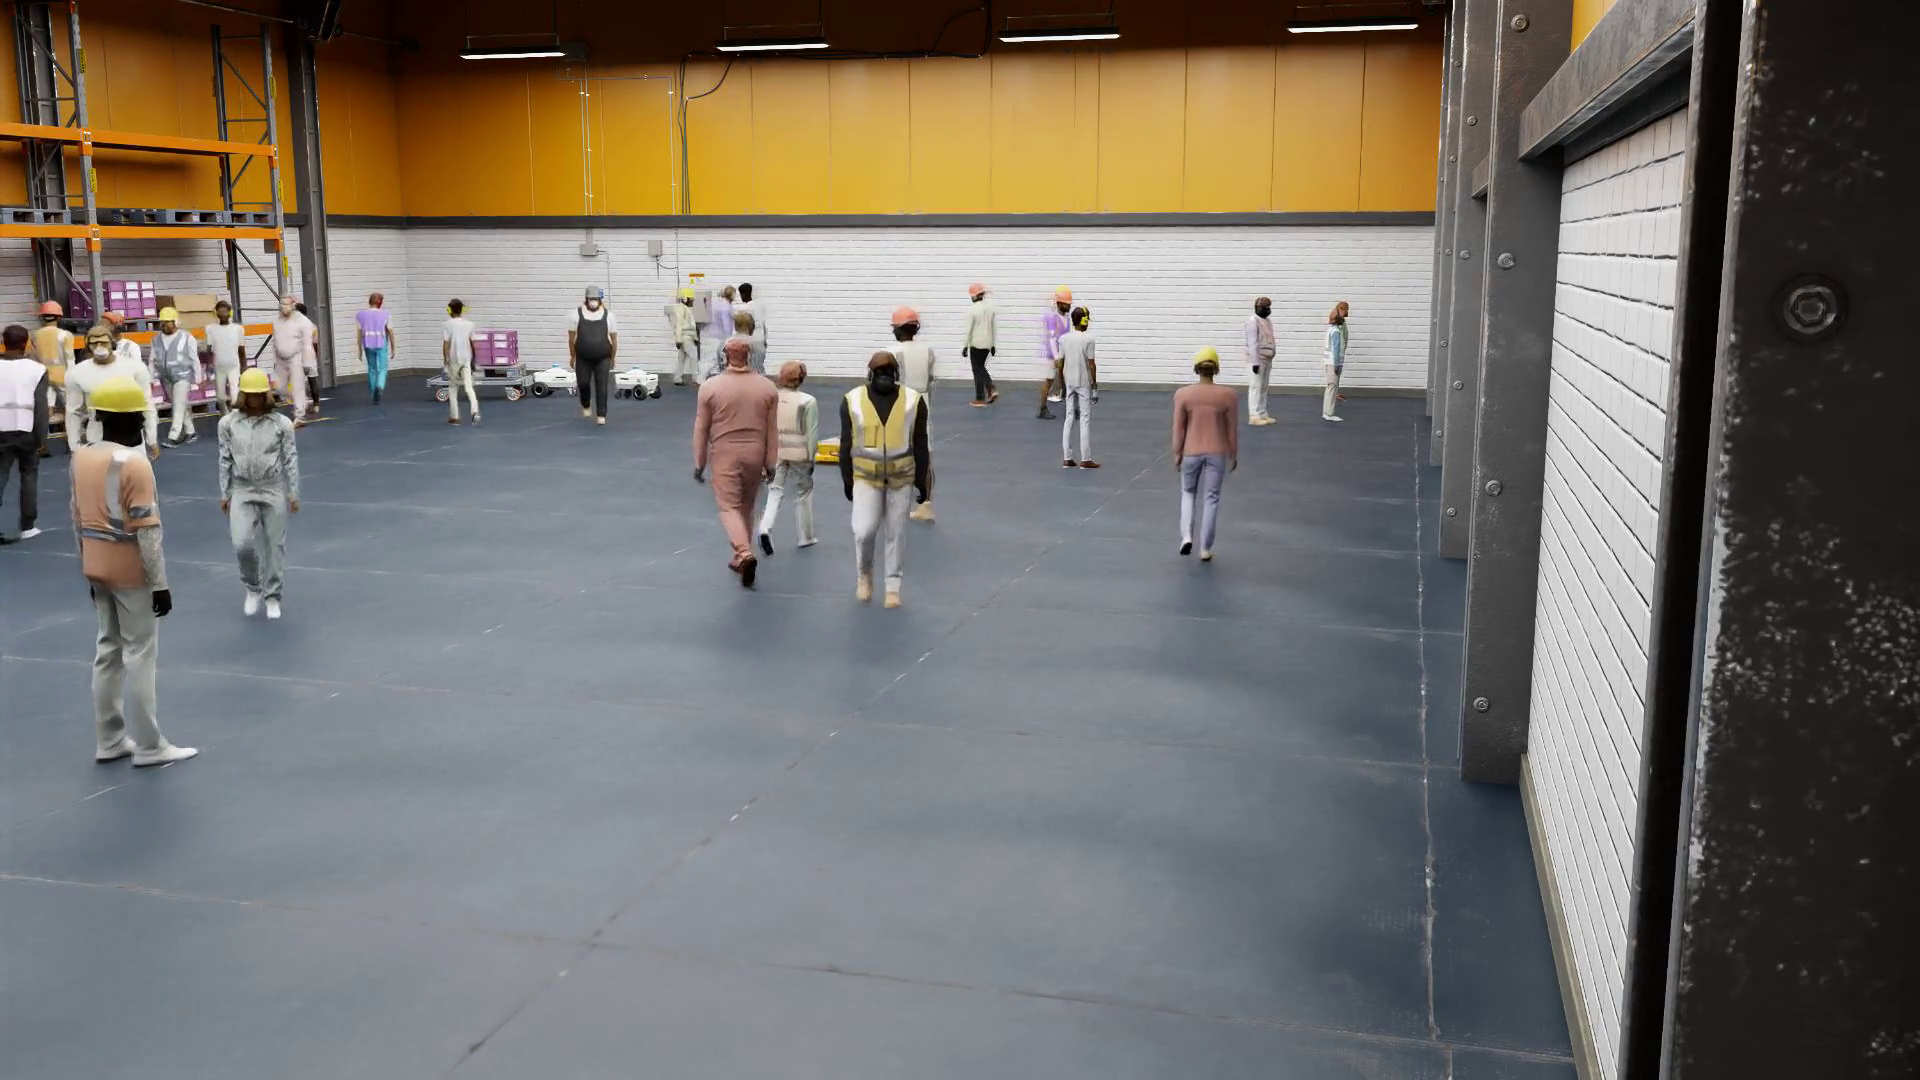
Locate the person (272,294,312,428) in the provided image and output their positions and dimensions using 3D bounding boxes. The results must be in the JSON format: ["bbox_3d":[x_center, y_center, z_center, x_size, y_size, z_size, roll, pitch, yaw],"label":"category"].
[{"bbox_3d":[-9.398,-2.512,23.381,0.678,1.890,0.444,4,11,20],"label":"person"}]

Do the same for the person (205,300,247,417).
[{"bbox_3d":[-9.847,-2.300,22.330,0.518,1.851,0.786,-4,11,-19],"label":"person"}]

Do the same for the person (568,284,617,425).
[{"bbox_3d":[-5.269,-2.681,23.933,0.701,2.000,0.632,-2,10,-13],"label":"person"}]

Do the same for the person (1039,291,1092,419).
[{"bbox_3d":[1.537,-2.695,24.428,0.933,1.896,0.570,8,13,40],"label":"person"}]

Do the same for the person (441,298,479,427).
[{"bbox_3d":[-7.079,-2.521,23.618,0.539,1.838,0.924,-7,12,-36],"label":"person"}]

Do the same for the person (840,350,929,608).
[{"bbox_3d":[-0.530,-0.420,11.727,0.624,1.829,0.440,-1,10,-5],"label":"person"}]

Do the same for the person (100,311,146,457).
[{"bbox_3d":[-8.749,-1.441,17.350,0.584,1.882,0.337,5,11,24],"label":"person"}]

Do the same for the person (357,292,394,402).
[{"bbox_3d":[-9.511,-3.113,27.045,0.583,1.819,0.714,-1,10,-5],"label":"person"}]

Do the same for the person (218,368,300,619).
[{"bbox_3d":[-4.779,-0.310,11.369,0.518,1.725,0.392,-3,11,-19],"label":"person"}]

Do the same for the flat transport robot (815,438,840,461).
[{"bbox_3d":[-1.272,-1.119,20.096,0.652,0.197,1.431,3,11,18],"label":"flat transport robot"}]

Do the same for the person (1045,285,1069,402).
[{"bbox_3d":[1.640,-3.244,27.470,0.380,1.917,0.586,7,12,34],"label":"person"}]

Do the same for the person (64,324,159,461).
[{"bbox_3d":[-6.910,-0.786,13.531,0.664,1.920,0.566,-3,10,-15],"label":"person"}]

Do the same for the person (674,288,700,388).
[{"bbox_3d":[-4.838,-3.638,30.003,0.799,1.797,0.613,0,10,1],"label":"person"}]

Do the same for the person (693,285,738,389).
[{"bbox_3d":[-4.179,-3.514,29.133,1.053,1.884,0.658,0,10,0],"label":"person"}]

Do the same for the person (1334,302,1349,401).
[{"bbox_3d":[6.332,-3.138,27.668,0.286,1.636,0.500,2,10,10],"label":"person"}]

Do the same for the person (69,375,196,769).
[{"bbox_3d":[-4.088,0.157,8.184,0.593,1.925,0.381,6,12,31],"label":"person"}]

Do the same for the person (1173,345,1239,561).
[{"bbox_3d":[2.002,-0.701,13.557,0.529,1.754,0.394,2,10,12],"label":"person"}]

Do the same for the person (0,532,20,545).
[{"bbox_3d":[-8.391,-0.857,13.944,0.554,1.917,0.700,10,14,43],"label":"person"}]

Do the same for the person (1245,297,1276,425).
[{"bbox_3d":[4.311,-2.565,23.871,0.429,1.836,0.634,6,12,31],"label":"person"}]

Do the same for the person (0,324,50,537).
[{"bbox_3d":[-8.205,-0.911,14.384,0.614,1.887,0.758,-3,10,-15],"label":"person"}]

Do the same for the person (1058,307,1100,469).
[{"bbox_3d":[1.371,-1.749,19.157,0.519,1.865,0.326,7,12,35],"label":"person"}]

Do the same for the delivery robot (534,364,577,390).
[{"bbox_3d":[-6.853,-2.744,28.229,0.707,0.478,0.477,0,10,1],"label":"delivery robot"}]

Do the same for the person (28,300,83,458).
[{"bbox_3d":[-11.048,-1.957,20.246,0.549,1.907,0.903,0,10,-3],"label":"person"}]

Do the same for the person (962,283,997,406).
[{"bbox_3d":[0.294,-3.116,26.573,0.419,1.976,0.611,9,14,43],"label":"person"}]

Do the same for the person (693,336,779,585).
[{"bbox_3d":[-1.694,-0.613,12.702,0.651,1.876,0.883,-5,11,-26],"label":"person"}]

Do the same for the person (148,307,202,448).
[{"bbox_3d":[-10.069,-2.089,21.318,0.619,1.783,0.949,1,10,6],"label":"person"}]

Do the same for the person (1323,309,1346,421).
[{"bbox_3d":[5.492,-2.561,24.408,0.310,1.633,0.522,1,10,7],"label":"person"}]

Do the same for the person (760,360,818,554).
[{"bbox_3d":[-1.442,-0.695,13.891,0.515,1.612,0.754,3,10,16],"label":"person"}]

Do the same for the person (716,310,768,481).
[{"bbox_3d":[-2.334,-1.509,17.777,0.634,1.882,1.052,5,11,25],"label":"person"}]

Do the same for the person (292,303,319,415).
[{"bbox_3d":[-9.987,-2.745,25.265,0.315,1.696,0.540,7,12,33],"label":"person"}]

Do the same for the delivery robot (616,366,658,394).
[{"bbox_3d":[-5.414,-2.676,27.842,0.707,0.478,0.477,5,11,28],"label":"delivery robot"}]

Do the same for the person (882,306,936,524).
[{"bbox_3d":[-0.548,-1.182,15.564,0.629,1.990,1.024,-7,12,-36],"label":"person"}]

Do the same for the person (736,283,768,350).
[{"bbox_3d":[-3.618,-3.401,28.335,0.860,1.921,0.629,5,11,27],"label":"person"}]
